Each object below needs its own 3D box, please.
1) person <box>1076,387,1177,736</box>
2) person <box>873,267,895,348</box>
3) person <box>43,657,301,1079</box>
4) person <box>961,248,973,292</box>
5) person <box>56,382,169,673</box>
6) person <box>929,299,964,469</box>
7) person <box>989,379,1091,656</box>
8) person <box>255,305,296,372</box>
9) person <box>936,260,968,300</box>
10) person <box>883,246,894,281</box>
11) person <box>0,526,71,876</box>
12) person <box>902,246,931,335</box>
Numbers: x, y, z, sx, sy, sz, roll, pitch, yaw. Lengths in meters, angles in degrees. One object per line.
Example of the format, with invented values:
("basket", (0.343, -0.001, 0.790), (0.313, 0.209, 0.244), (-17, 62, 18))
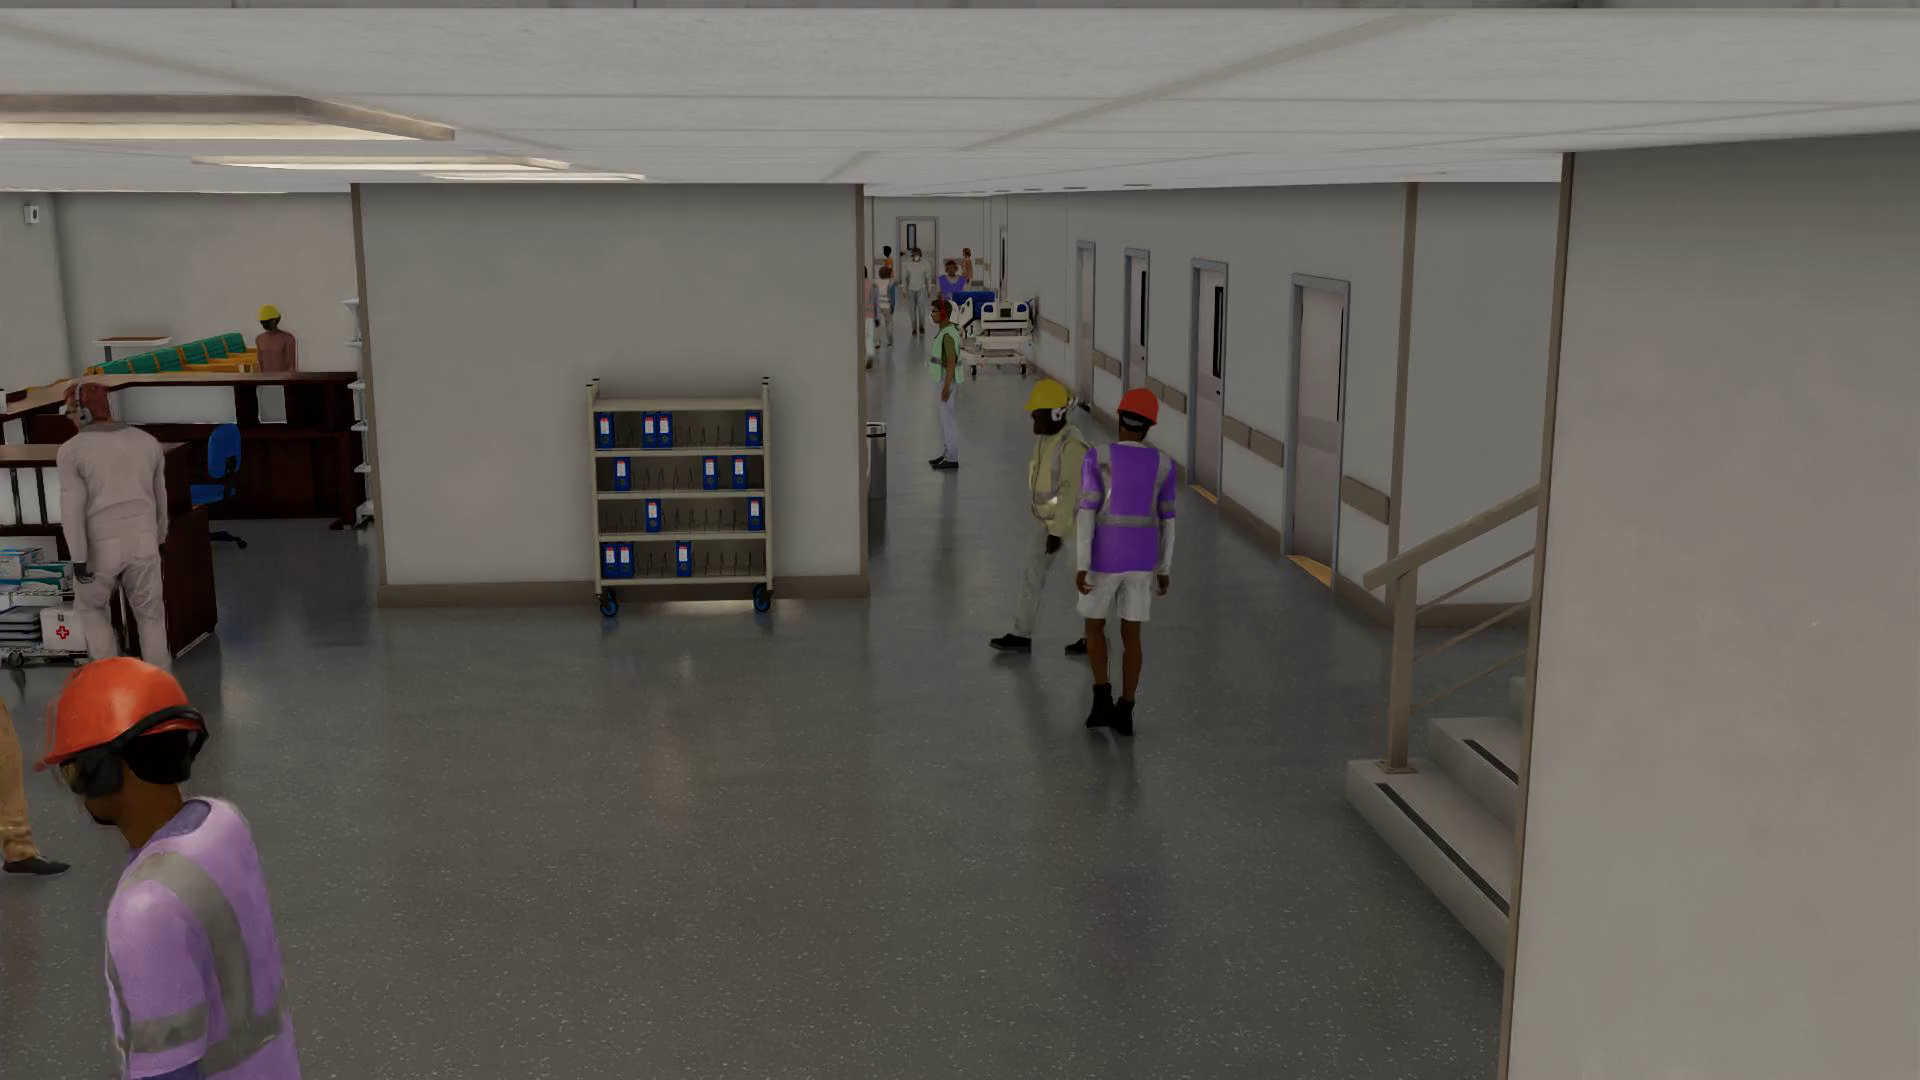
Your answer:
("person", (0.907, 0.118, 9.167), (0.591, 1.884, 0.595), (-2, 12, -9))
("person", (-1.527, -4.639, 33.121), (0.523, 1.588, 0.860), (2, 12, 11))
("person", (-1.574, 1.227, 3.474), (0.521, 1.992, 0.676), (-3, 12, -14))
("person", (0.191, -6.967, 44.390), (0.308, 1.639, 0.524), (-1, 12, -5))
("person", (-4.875, 0.027, 9.611), (0.557, 1.881, 0.682), (8, 14, 36))
("person", (-0.146, -1.704, 18.166), (0.374, 1.843, 0.573), (-1, 12, -5))
("person", (0.569, -0.120, 10.564), (0.843, 1.786, 0.600), (-5, 13, -24))
("person", (-7.771, -1.785, 18.856), (0.528, 1.734, 0.785), (2, 12, 7))
("person", (-0.108, -4.198, 30.422), (0.626, 1.809, 0.636), (-3, 12, -16))
("person", (-1.923, -7.006, 44.440), (0.316, 1.696, 0.541), (-1, 12, -5))
("person", (-4.328, 0.631, 7.069), (0.811, 1.721, 0.563), (0, 12, 0))
("person", (-0.950, -5.398, 36.064), (0.632, 1.917, 0.483), (0, 12, 2))
